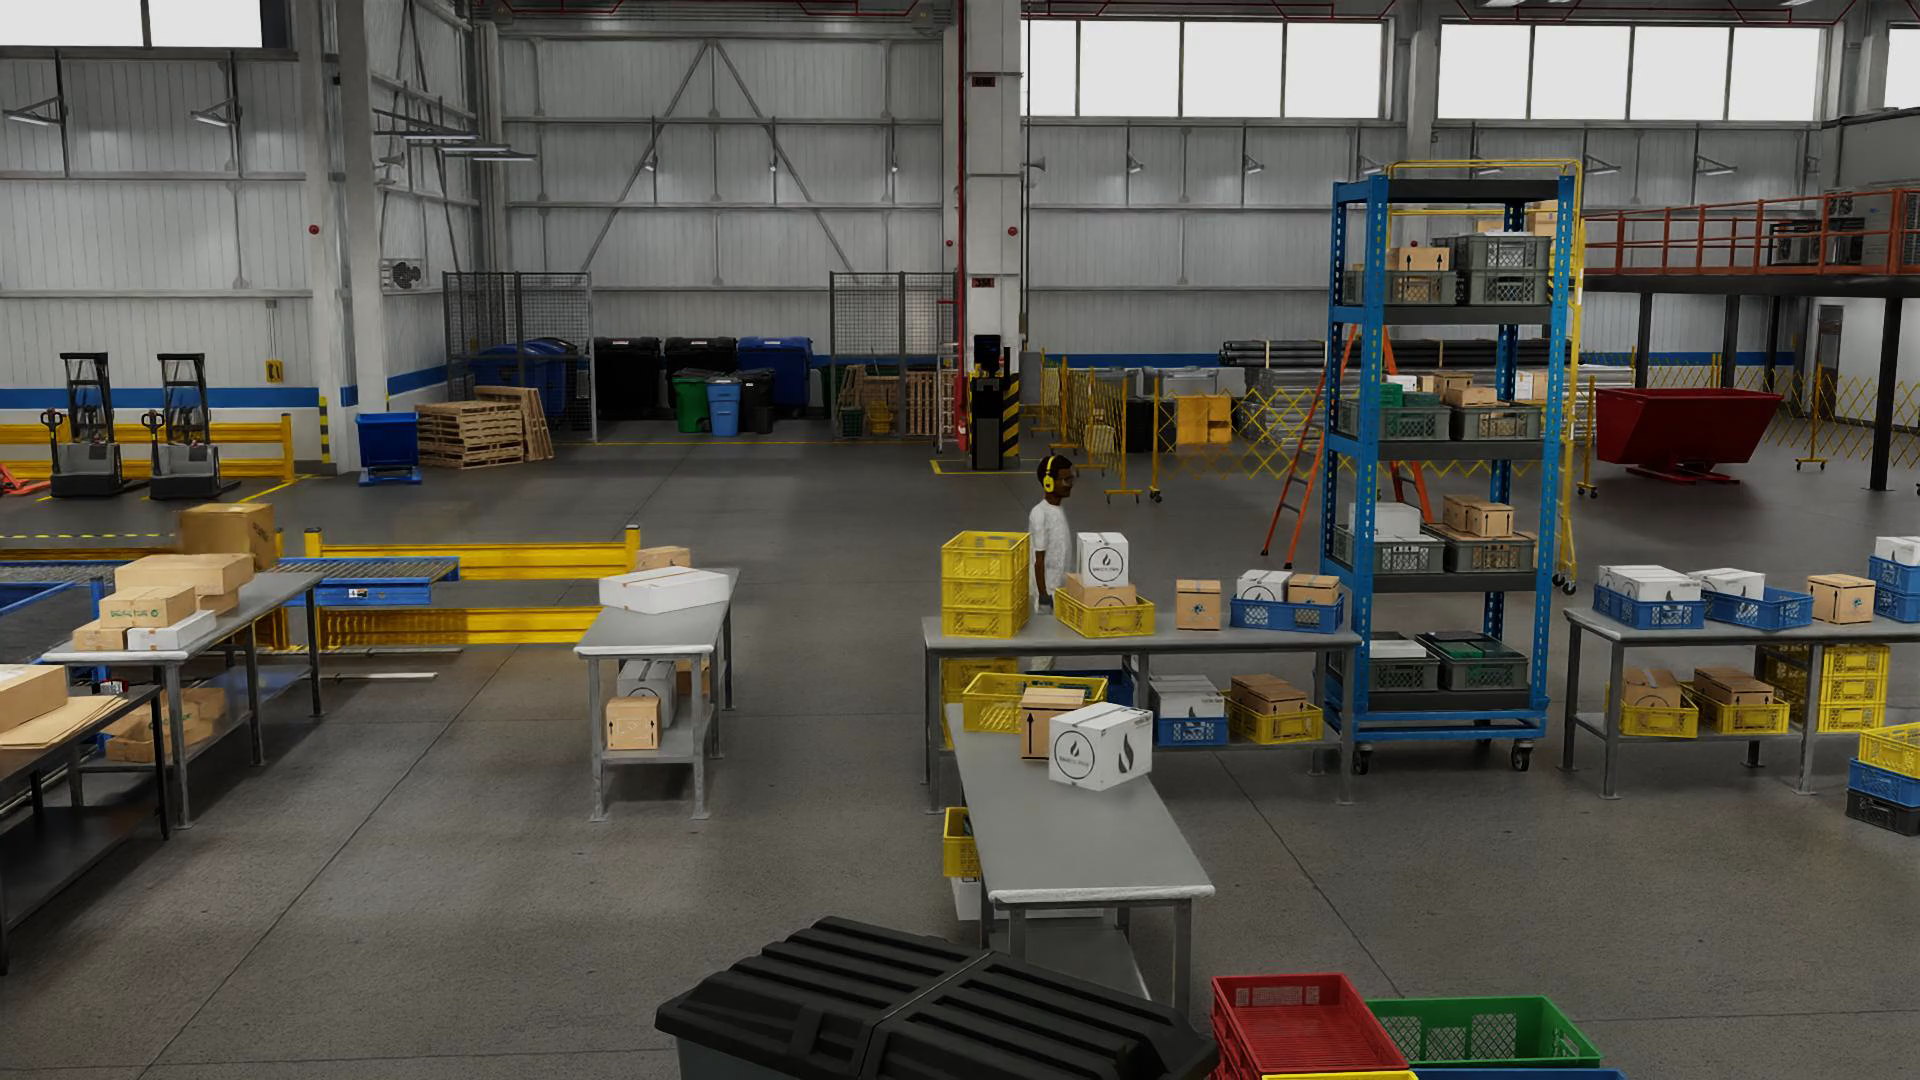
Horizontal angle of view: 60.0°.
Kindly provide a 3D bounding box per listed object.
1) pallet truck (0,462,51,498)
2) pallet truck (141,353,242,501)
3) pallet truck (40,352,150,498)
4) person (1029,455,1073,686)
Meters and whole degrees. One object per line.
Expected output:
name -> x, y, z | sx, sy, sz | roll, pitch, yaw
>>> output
pallet truck -> -13.193, -1.293, 23.148 | 0.653, 1.274, 1.630 | -1, 9, -4
pallet truck -> -10.520, -1.604, 22.925 | 0.823, 1.965, 1.885 | -1, 9, -6
pallet truck -> -11.907, -1.642, 23.165 | 0.823, 1.965, 1.885 | 0, 9, 0
person -> 0.612, 0.376, 10.890 | 0.329, 1.872, 0.508 | 3, 9, 16
